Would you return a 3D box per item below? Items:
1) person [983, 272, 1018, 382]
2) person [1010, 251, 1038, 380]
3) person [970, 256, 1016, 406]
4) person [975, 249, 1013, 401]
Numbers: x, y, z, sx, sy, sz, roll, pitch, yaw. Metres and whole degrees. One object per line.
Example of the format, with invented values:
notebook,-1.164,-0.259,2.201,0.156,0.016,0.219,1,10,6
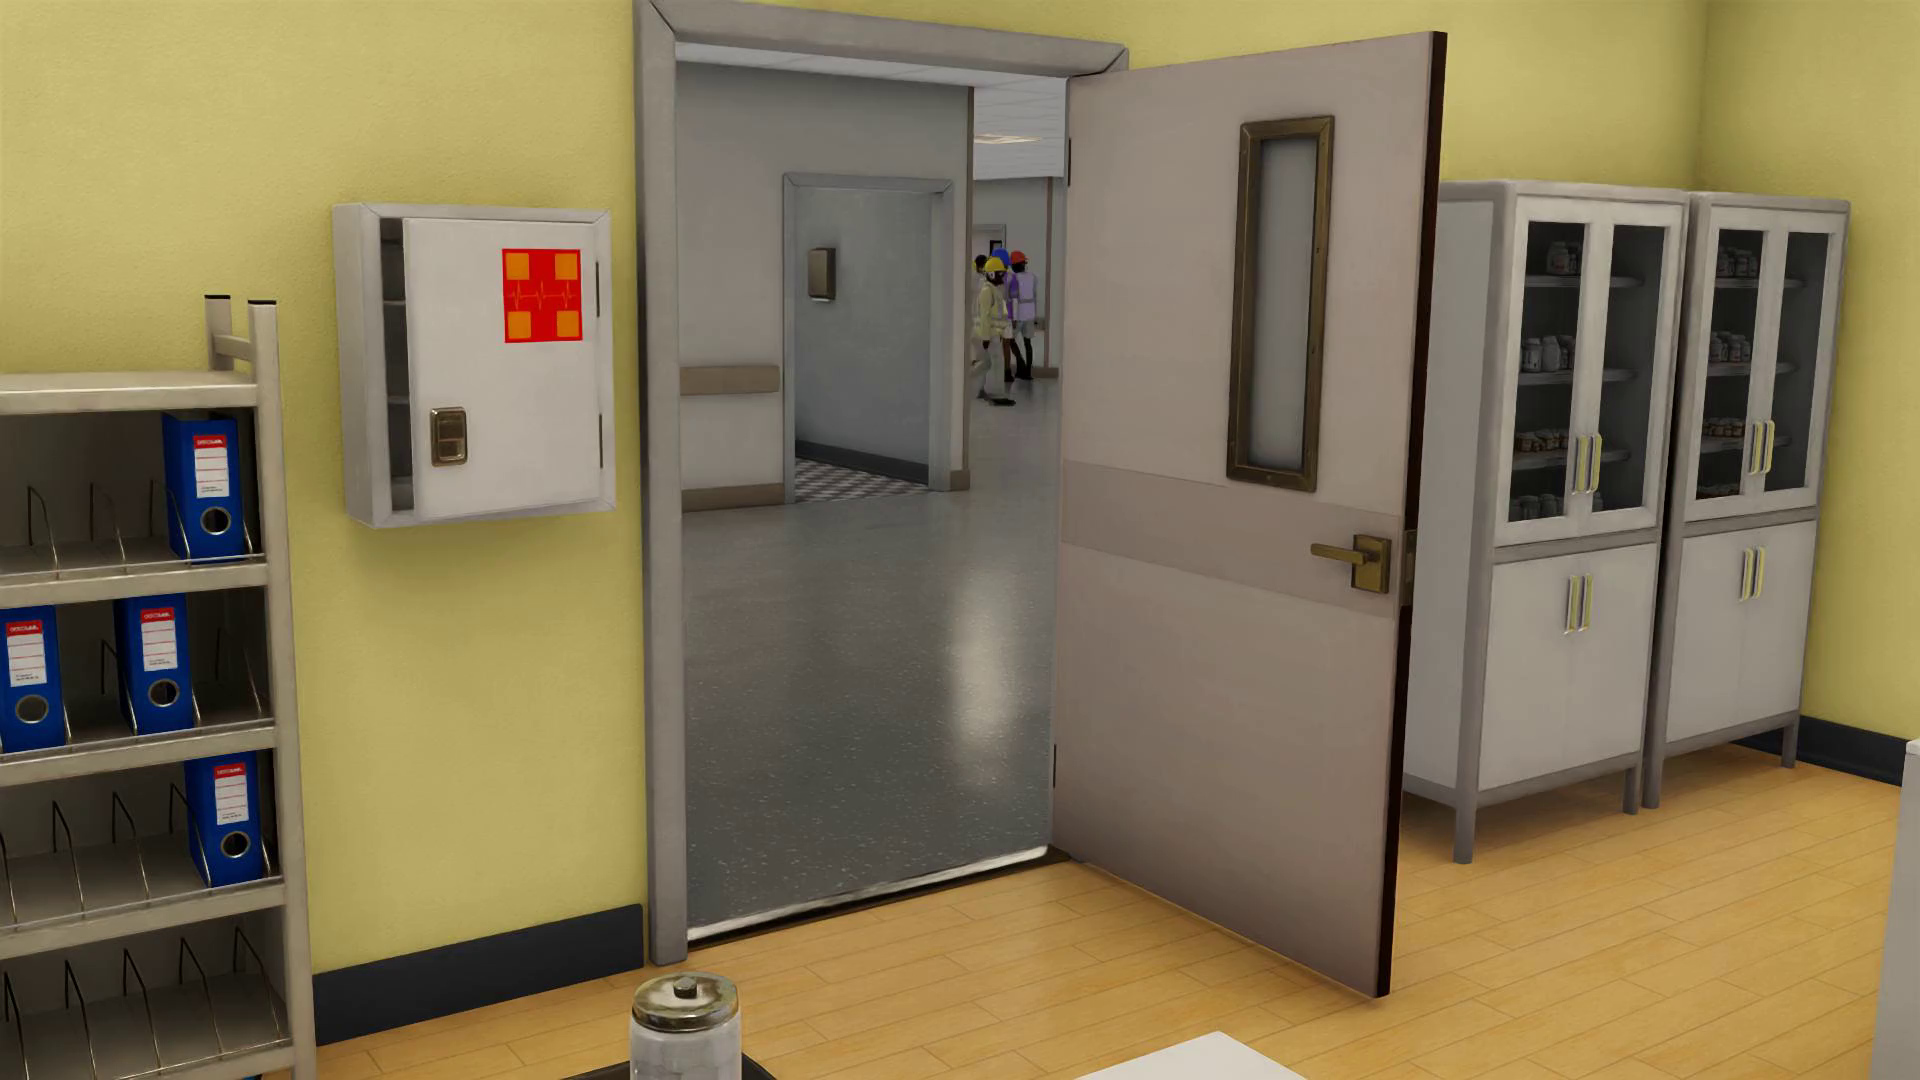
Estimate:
person,0.578,-3.266,24.251,0.543,1.933,0.364,2,10,10
person,0.913,-3.334,24.743,0.577,1.911,0.401,-4,11,-28
person,0.306,-2.534,20.205,0.727,1.813,0.593,1,10,4
person,0.414,-2.703,20.953,0.444,1.915,0.691,-3,10,-19
